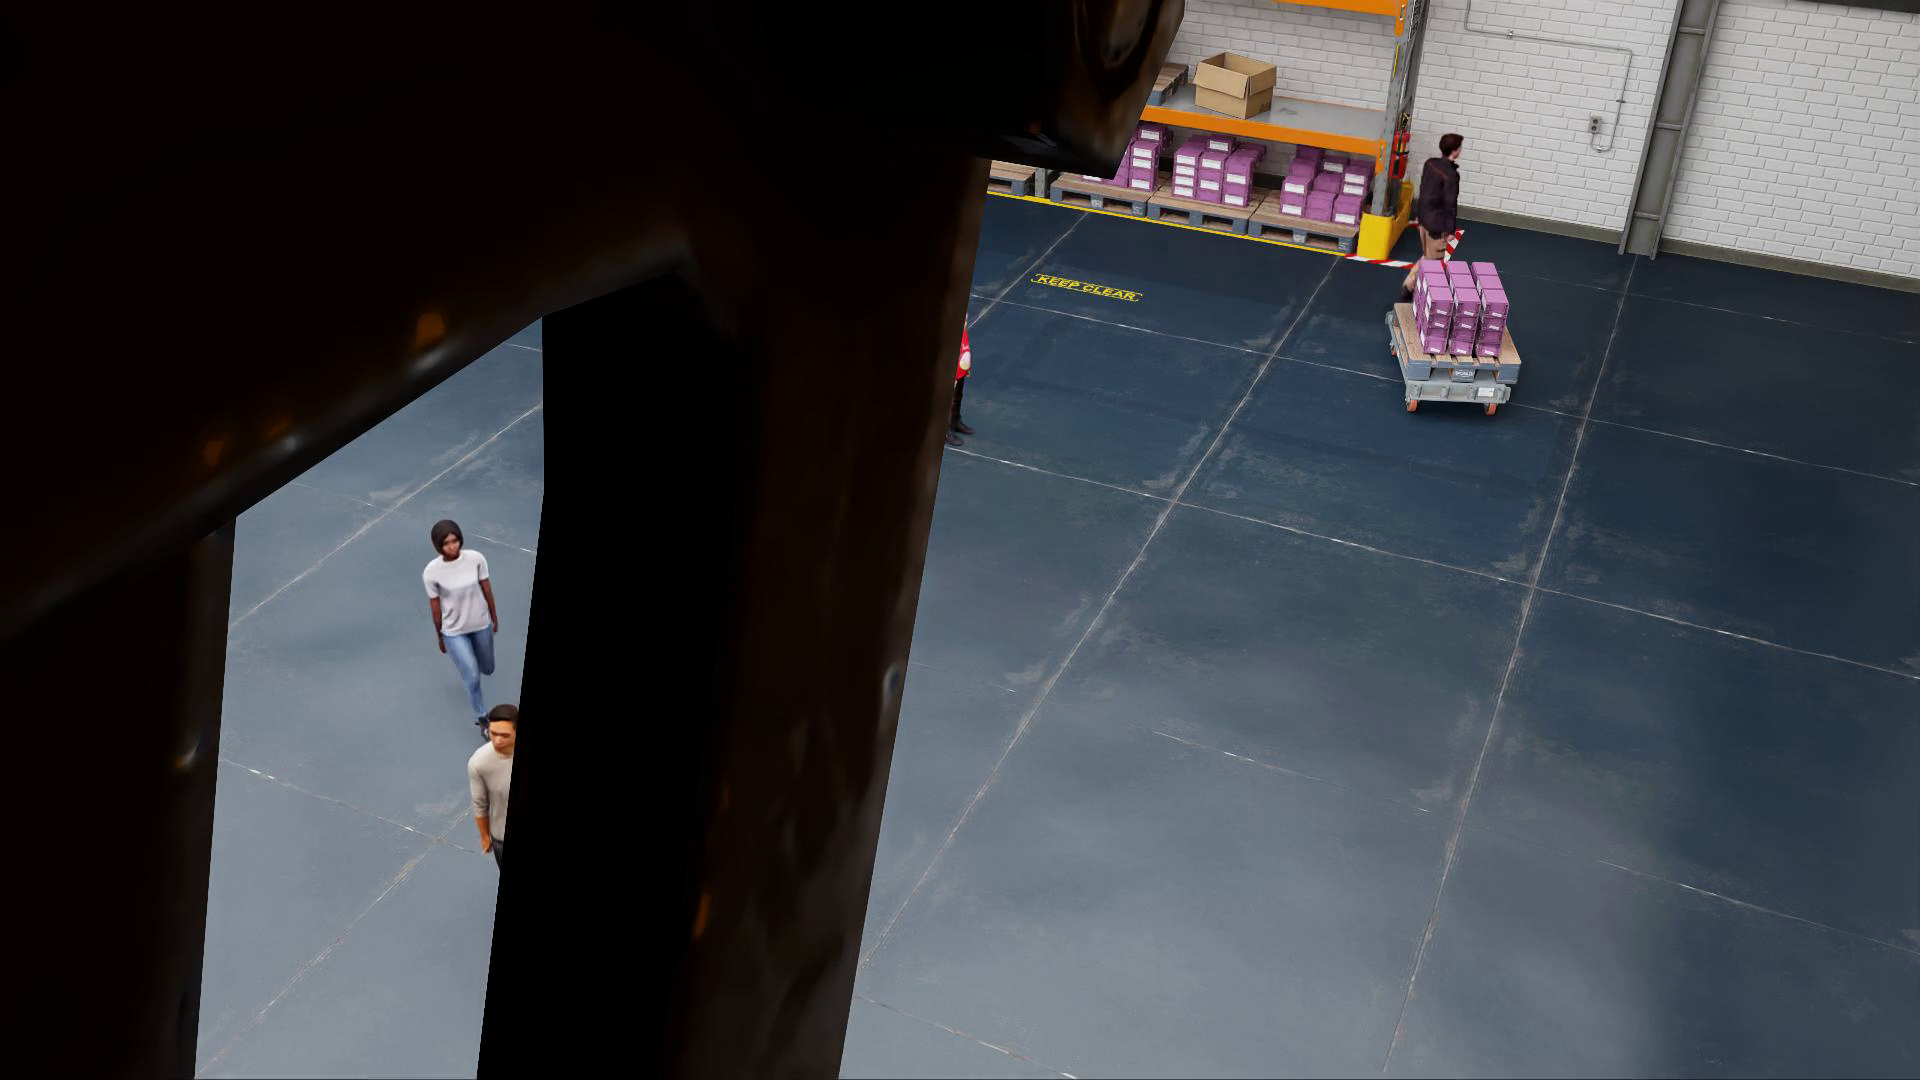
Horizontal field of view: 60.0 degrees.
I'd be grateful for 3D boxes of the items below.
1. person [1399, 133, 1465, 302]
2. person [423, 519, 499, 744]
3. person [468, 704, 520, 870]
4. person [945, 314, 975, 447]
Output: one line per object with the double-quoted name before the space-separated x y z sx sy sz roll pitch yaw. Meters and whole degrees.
"person" 4.728 -3.177 16.817 0.922 1.913 0.866 -10 35 -15
"person" -3.391 0.579 11.357 0.882 1.702 1.041 -20 38 -27
"person" -2.544 1.650 9.650 0.720 1.810 0.777 -12 35 -17
"person" -0.041 -1.490 14.851 0.487 1.282 0.481 15 36 21
